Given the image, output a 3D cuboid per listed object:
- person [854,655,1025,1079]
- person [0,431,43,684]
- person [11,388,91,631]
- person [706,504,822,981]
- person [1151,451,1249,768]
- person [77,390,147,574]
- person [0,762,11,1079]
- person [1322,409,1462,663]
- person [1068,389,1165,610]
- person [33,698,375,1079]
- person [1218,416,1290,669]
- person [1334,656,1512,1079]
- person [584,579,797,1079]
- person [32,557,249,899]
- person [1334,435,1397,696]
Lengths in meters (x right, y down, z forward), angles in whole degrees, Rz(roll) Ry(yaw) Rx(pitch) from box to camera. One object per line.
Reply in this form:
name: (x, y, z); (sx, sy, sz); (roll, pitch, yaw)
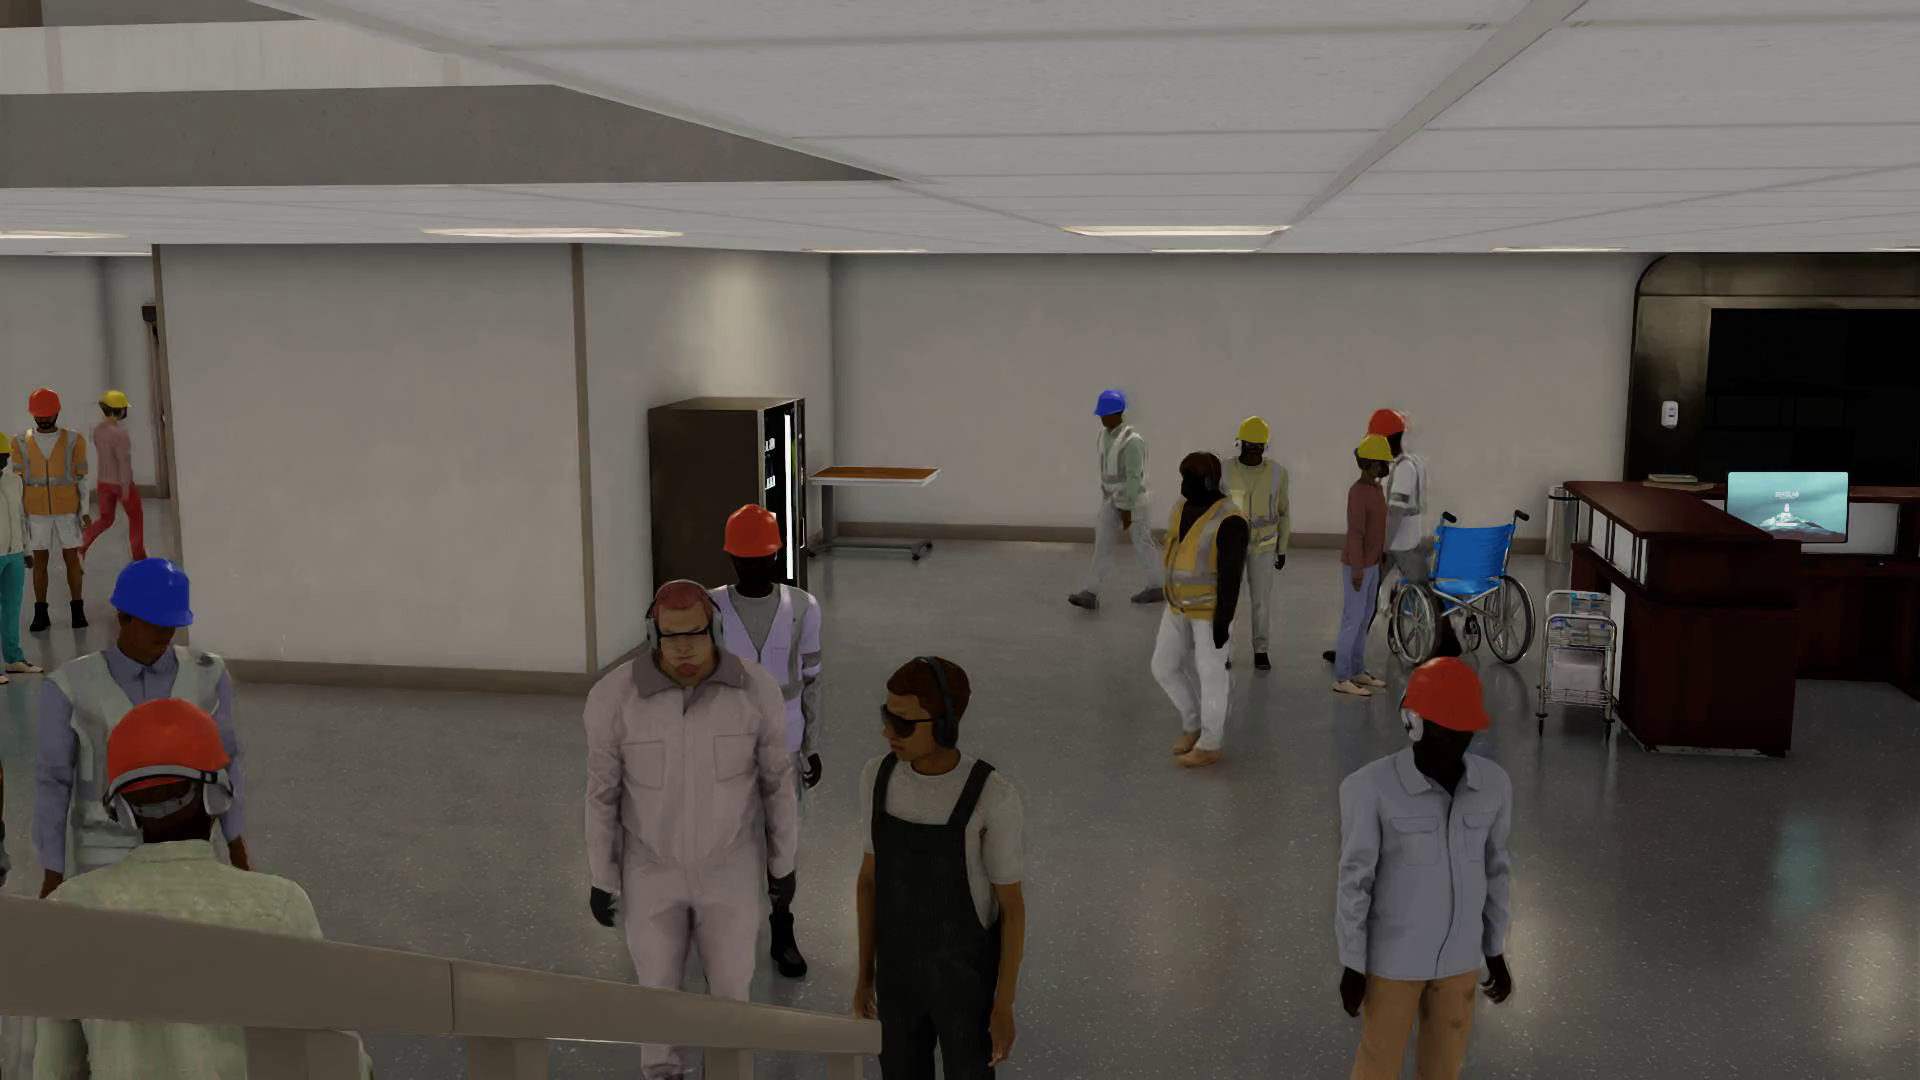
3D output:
person: (-0.068, 1.205, 4.510); (0.508, 1.842, 0.336); (6, 11, 32)
person: (-6.654, 0.104, 11.547); (0.319, 1.767, 0.534); (2, 9, 12)
person: (-7.196, -0.244, 13.189); (0.543, 1.929, 0.372); (-4, 10, -23)
person: (-0.809, 0.812, 6.650); (0.547, 1.938, 0.379); (-2, 10, -15)
person: (1.370, 0.403, 9.503); (0.449, 1.829, 0.656); (-5, 11, -29)
person: (-7.980, -0.539, 15.589); (0.524, 1.738, 0.759); (5, 10, 28)
person: (-3.474, 1.023, 5.576); (0.516, 1.865, 0.325); (-2, 9, -11)
person: (3.189, -0.010, 11.965); (1.027, 1.880, 0.562); (-1, 9, -6)
person: (1.348, -0.334, 13.952); (1.058, 1.857, 0.616); (-6, 11, -33)
person: (-1.617, 1.296, 3.675); (0.633, 1.919, 1.044); (2, 9, 13)
person: (2.051, 0.028, 11.859); (0.591, 1.827, 0.403); (1, 9, 5)
person: (1.368, 1.193, 4.872); (0.569, 1.750, 0.343); (-3, 10, -18)
person: (-0.858, 1.046, 5.372); (0.676, 1.893, 0.420); (-2, 9, -11)
person: (-2.738, 1.005, 5.539); (0.673, 1.921, 0.569); (-9, 13, -43)
person: (2.742, 0.166, 11.200); (0.338, 1.757, 0.518); (5, 10, 29)
